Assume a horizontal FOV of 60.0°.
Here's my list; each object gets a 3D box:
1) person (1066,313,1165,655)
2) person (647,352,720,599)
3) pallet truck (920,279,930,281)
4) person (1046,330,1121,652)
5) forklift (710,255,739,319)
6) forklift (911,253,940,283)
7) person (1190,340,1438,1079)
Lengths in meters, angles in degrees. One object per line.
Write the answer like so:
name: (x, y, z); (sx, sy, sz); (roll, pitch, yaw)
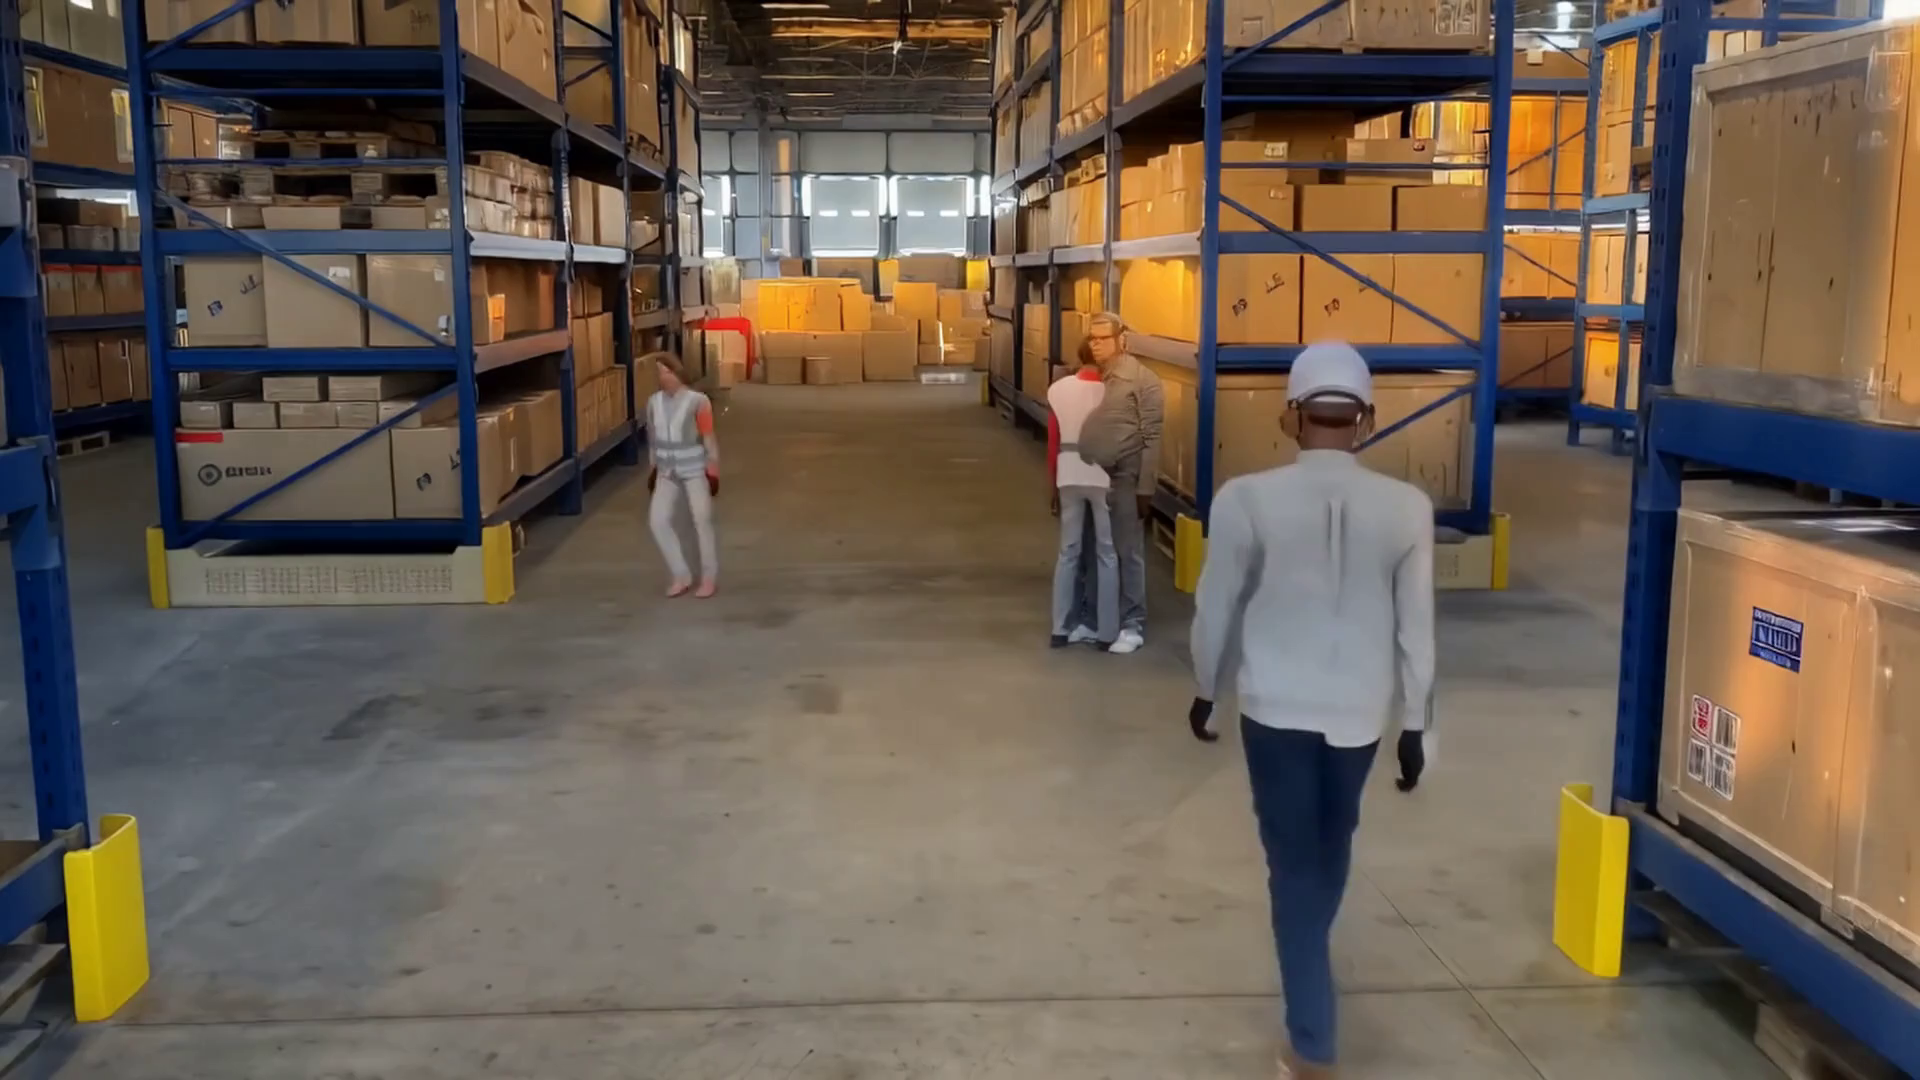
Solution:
person: (0.824, -0.318, 9.373); (0.655, 1.906, 0.407); (9, 12, 43)
person: (-1.806, -0.412, 10.846); (0.622, 1.615, 0.509); (4, 10, 26)
pallet truck: (-0.932, -8.922, 63.114); (1.885, 1.965, 0.823); (2, 9, 13)
person: (0.751, -0.280, 9.396); (0.569, 1.833, 0.401); (4, 10, 21)
forklift: (-8.368, -8.713, 59.038); (1.129, 2.768, 1.873); (-1, 9, -4)
forklift: (-1.098, -7.823, 53.451); (1.129, 2.768, 1.873); (-6, 11, -32)
person: (0.942, 0.431, 4.582); (0.615, 1.931, 1.029); (-1, 9, -5)
